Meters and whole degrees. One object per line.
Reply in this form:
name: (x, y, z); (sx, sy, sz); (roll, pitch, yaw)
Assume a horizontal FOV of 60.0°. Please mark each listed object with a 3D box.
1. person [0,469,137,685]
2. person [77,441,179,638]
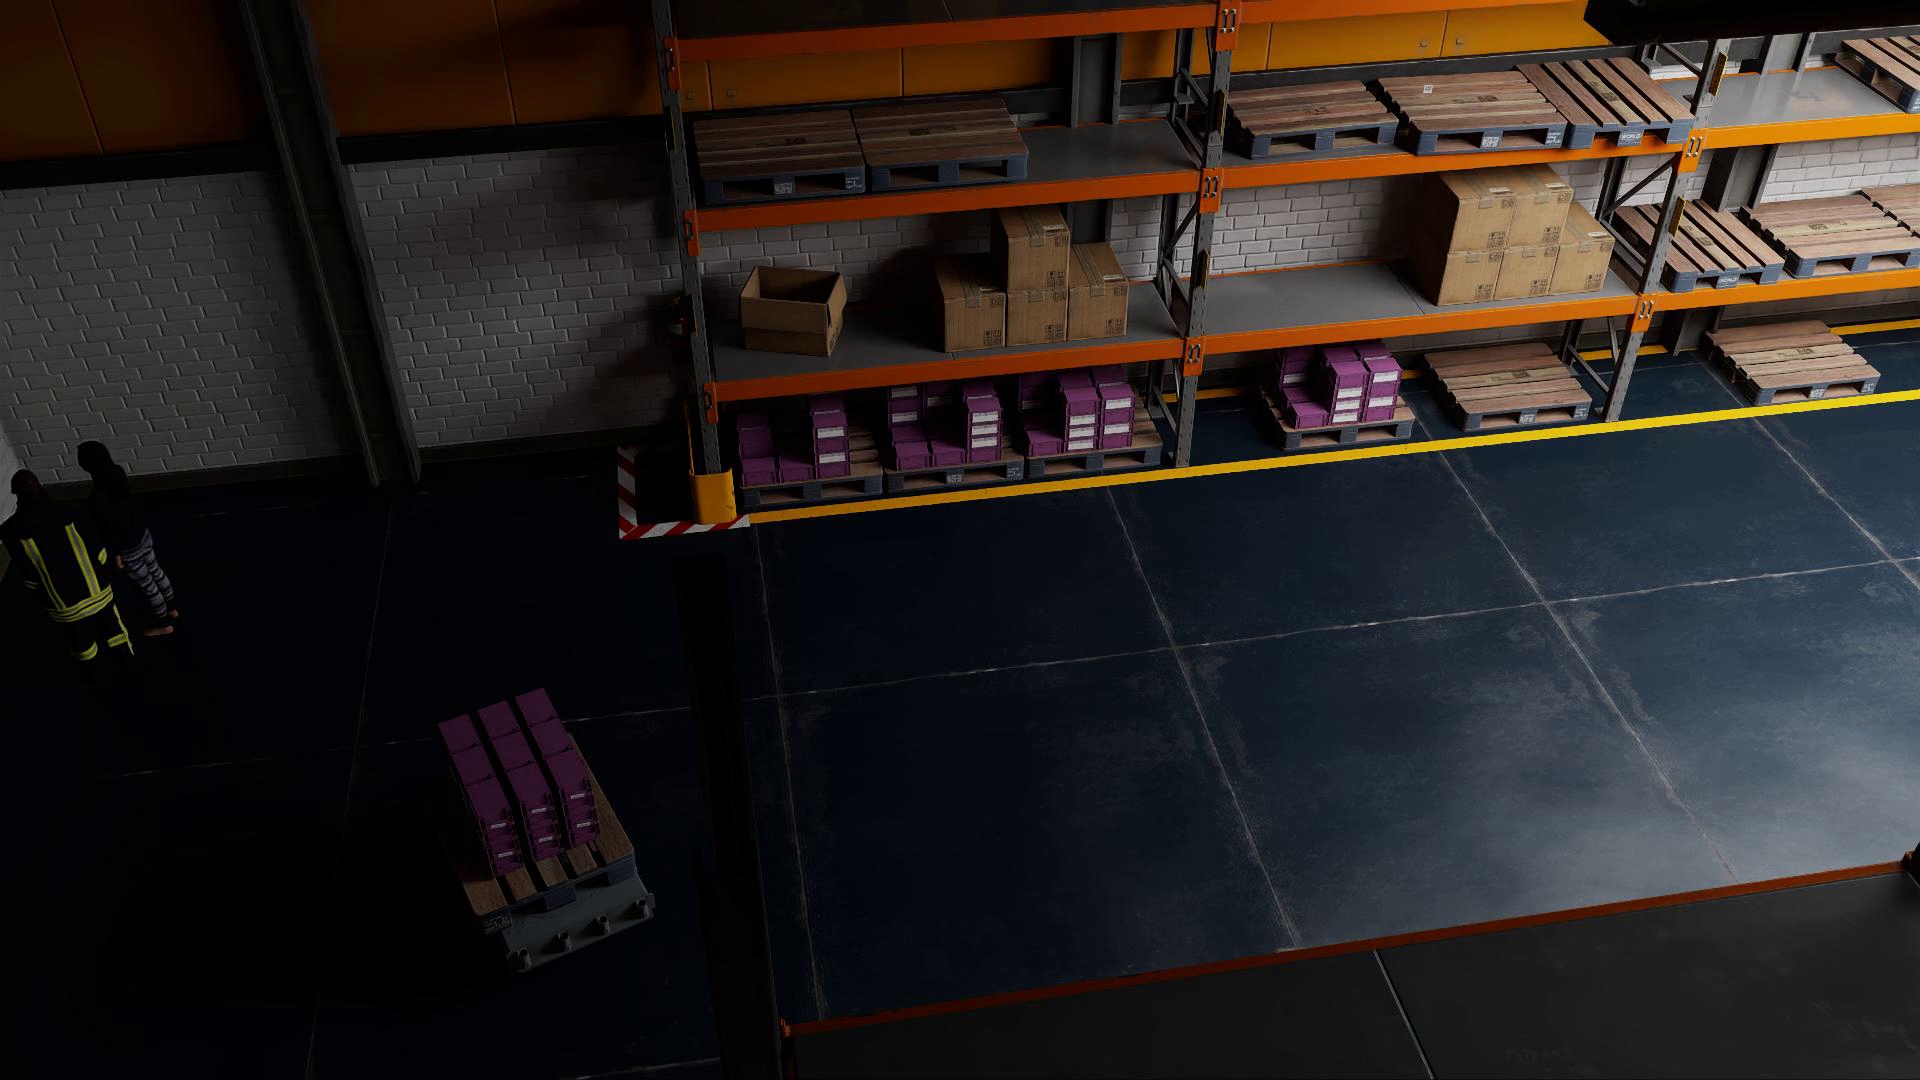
person: (-6.372, 0.238, 11.873); (0.767, 1.822, 0.908); (-22, 44, -25)
person: (-6.132, -0.020, 12.266); (0.568, 1.733, 0.639); (0, 39, 0)
